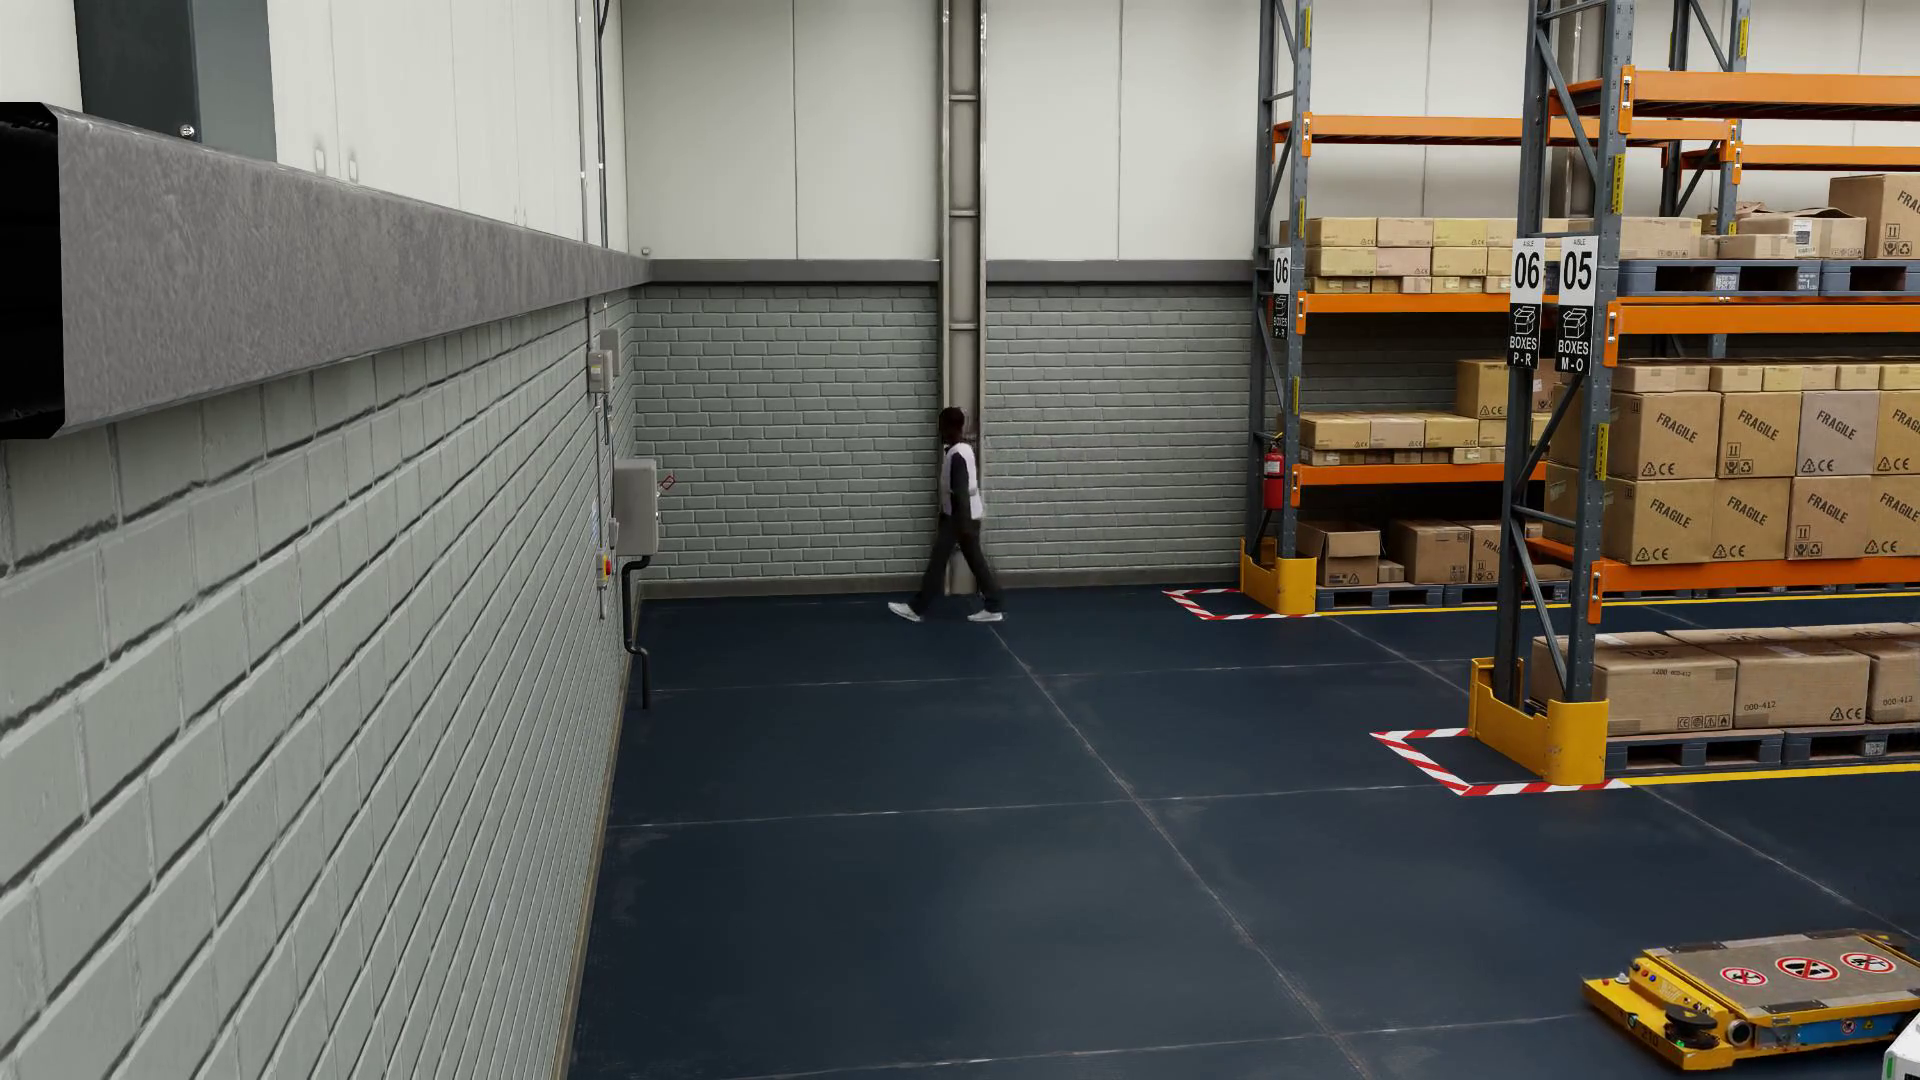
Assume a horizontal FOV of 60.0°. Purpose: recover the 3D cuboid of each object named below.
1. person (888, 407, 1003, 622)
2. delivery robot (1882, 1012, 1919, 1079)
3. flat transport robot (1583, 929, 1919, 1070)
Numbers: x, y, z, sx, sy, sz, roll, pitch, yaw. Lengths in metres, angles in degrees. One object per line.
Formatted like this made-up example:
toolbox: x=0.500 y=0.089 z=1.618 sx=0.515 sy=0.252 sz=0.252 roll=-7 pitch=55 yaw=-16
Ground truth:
person: x=-0.091 y=-0.207 z=14.319 sx=1.017 sy=1.861 sz=0.620 roll=1 pitch=9 yaw=4
delivery robot: x=3.455 y=1.790 z=5.739 sx=0.477 sy=0.478 sz=0.707 roll=9 pitch=13 yaw=43
flat transport robot: x=3.334 y=1.824 z=6.687 sx=1.431 sy=0.197 sz=0.652 roll=-2 pitch=9 yaw=-13
